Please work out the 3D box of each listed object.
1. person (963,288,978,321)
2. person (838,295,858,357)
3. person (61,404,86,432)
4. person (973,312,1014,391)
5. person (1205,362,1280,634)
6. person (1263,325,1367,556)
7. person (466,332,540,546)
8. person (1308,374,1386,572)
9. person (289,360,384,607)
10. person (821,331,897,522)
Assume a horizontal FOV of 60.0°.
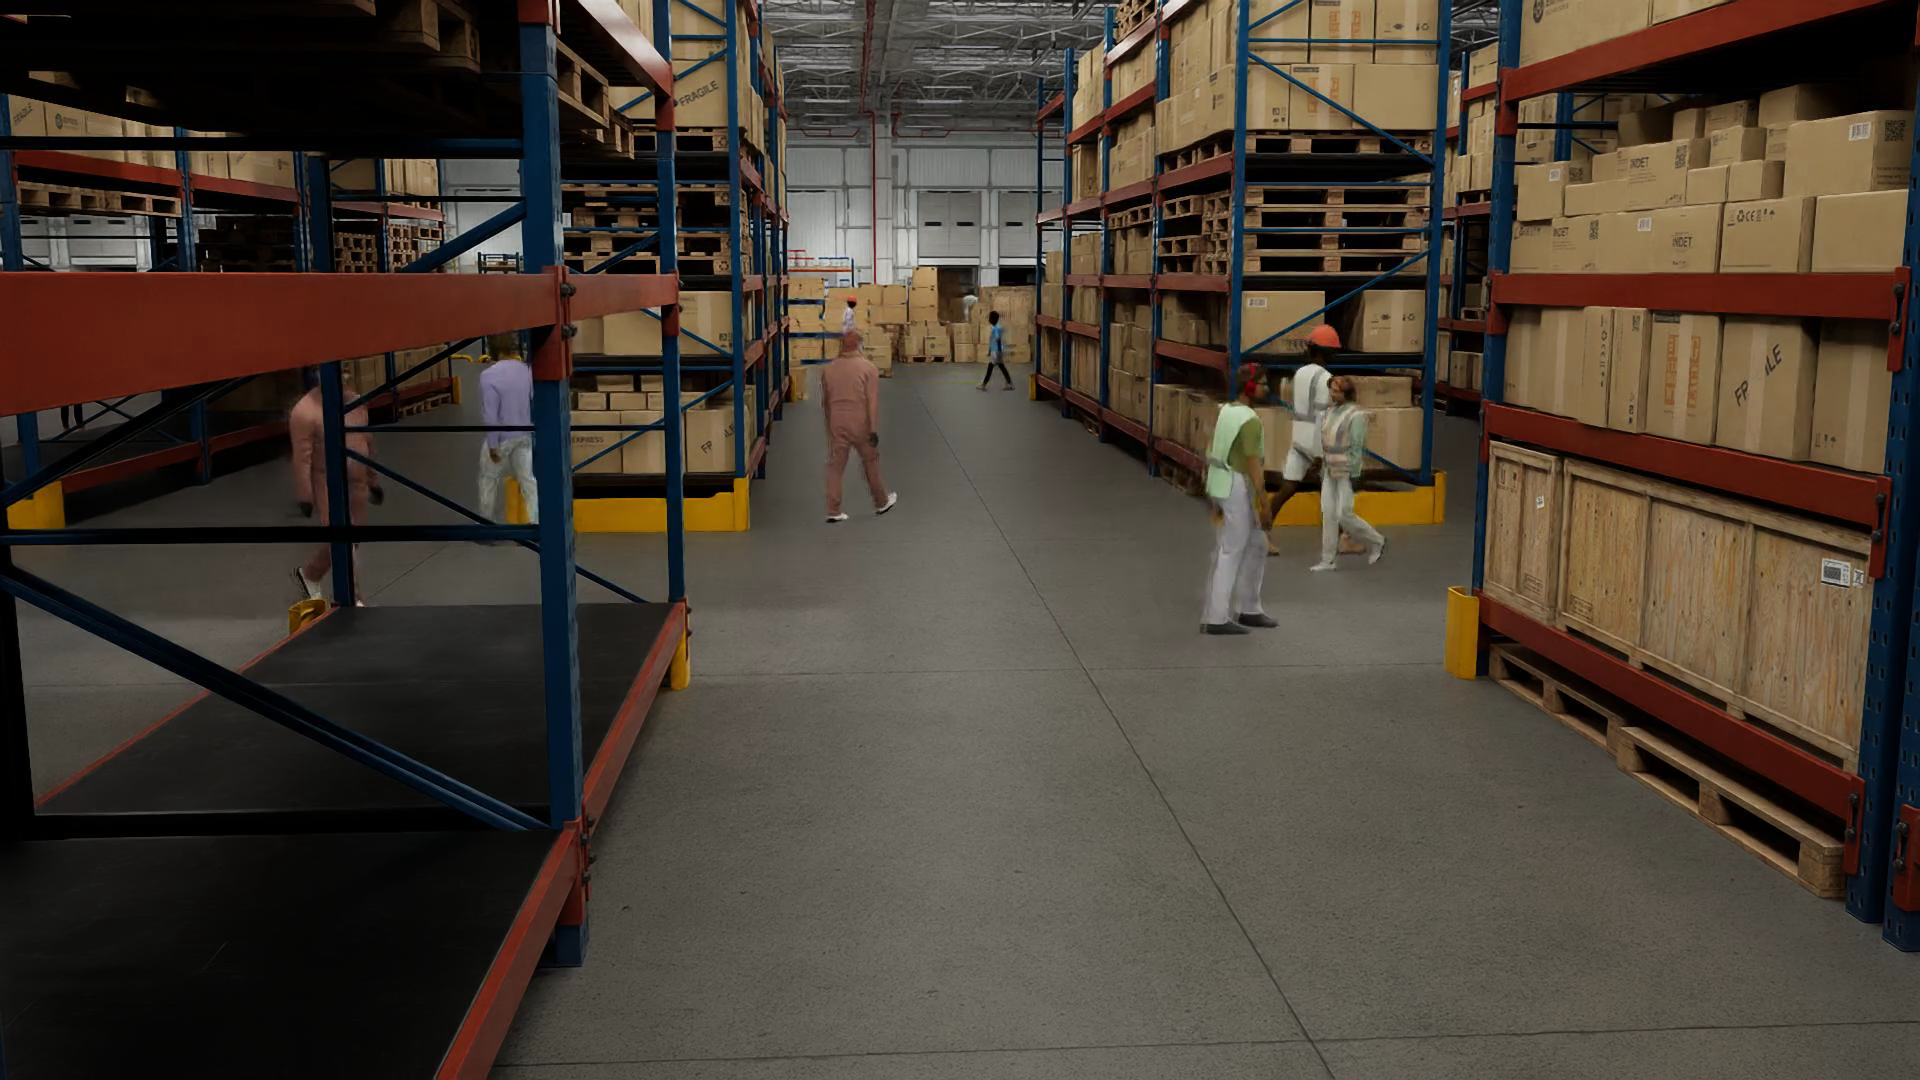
[{"bbox_3d":[0.477,-8.389,61.828,0.662,1.911,0.830,5,10,27],"label":"person"},{"bbox_3d":[-2.736,-5.302,42.547,0.995,1.876,0.561,-2,9,-11],"label":"person"},{"bbox_3d":[-13.322,-2.401,24.927,0.531,1.692,0.320,3,9,16],"label":"person"},{"bbox_3d":[0.732,-3.927,34.645,0.885,1.646,0.548,-1,9,-6],"label":"person"},{"bbox_3d":[1.961,-0.267,11.091,0.690,1.820,0.607,-1,9,-5],"label":"person"},{"bbox_3d":[2.963,-0.831,14.180,1.080,1.994,0.630,-3,10,-18],"label":"person"},{"bbox_3d":[-4.075,-0.893,14.763,0.920,1.905,0.628,6,11,33],"label":"person"},{"bbox_3d":[3.135,-0.535,13.448,0.542,1.622,0.515,-3,10,-18],"label":"person"},{"bbox_3d":[-4.435,-0.392,11.732,0.811,1.878,0.650,4,10,22],"label":"person"},{"bbox_3d":[-1.016,-1.128,16.424,0.667,1.847,0.992,4,10,25],"label":"person"}]
